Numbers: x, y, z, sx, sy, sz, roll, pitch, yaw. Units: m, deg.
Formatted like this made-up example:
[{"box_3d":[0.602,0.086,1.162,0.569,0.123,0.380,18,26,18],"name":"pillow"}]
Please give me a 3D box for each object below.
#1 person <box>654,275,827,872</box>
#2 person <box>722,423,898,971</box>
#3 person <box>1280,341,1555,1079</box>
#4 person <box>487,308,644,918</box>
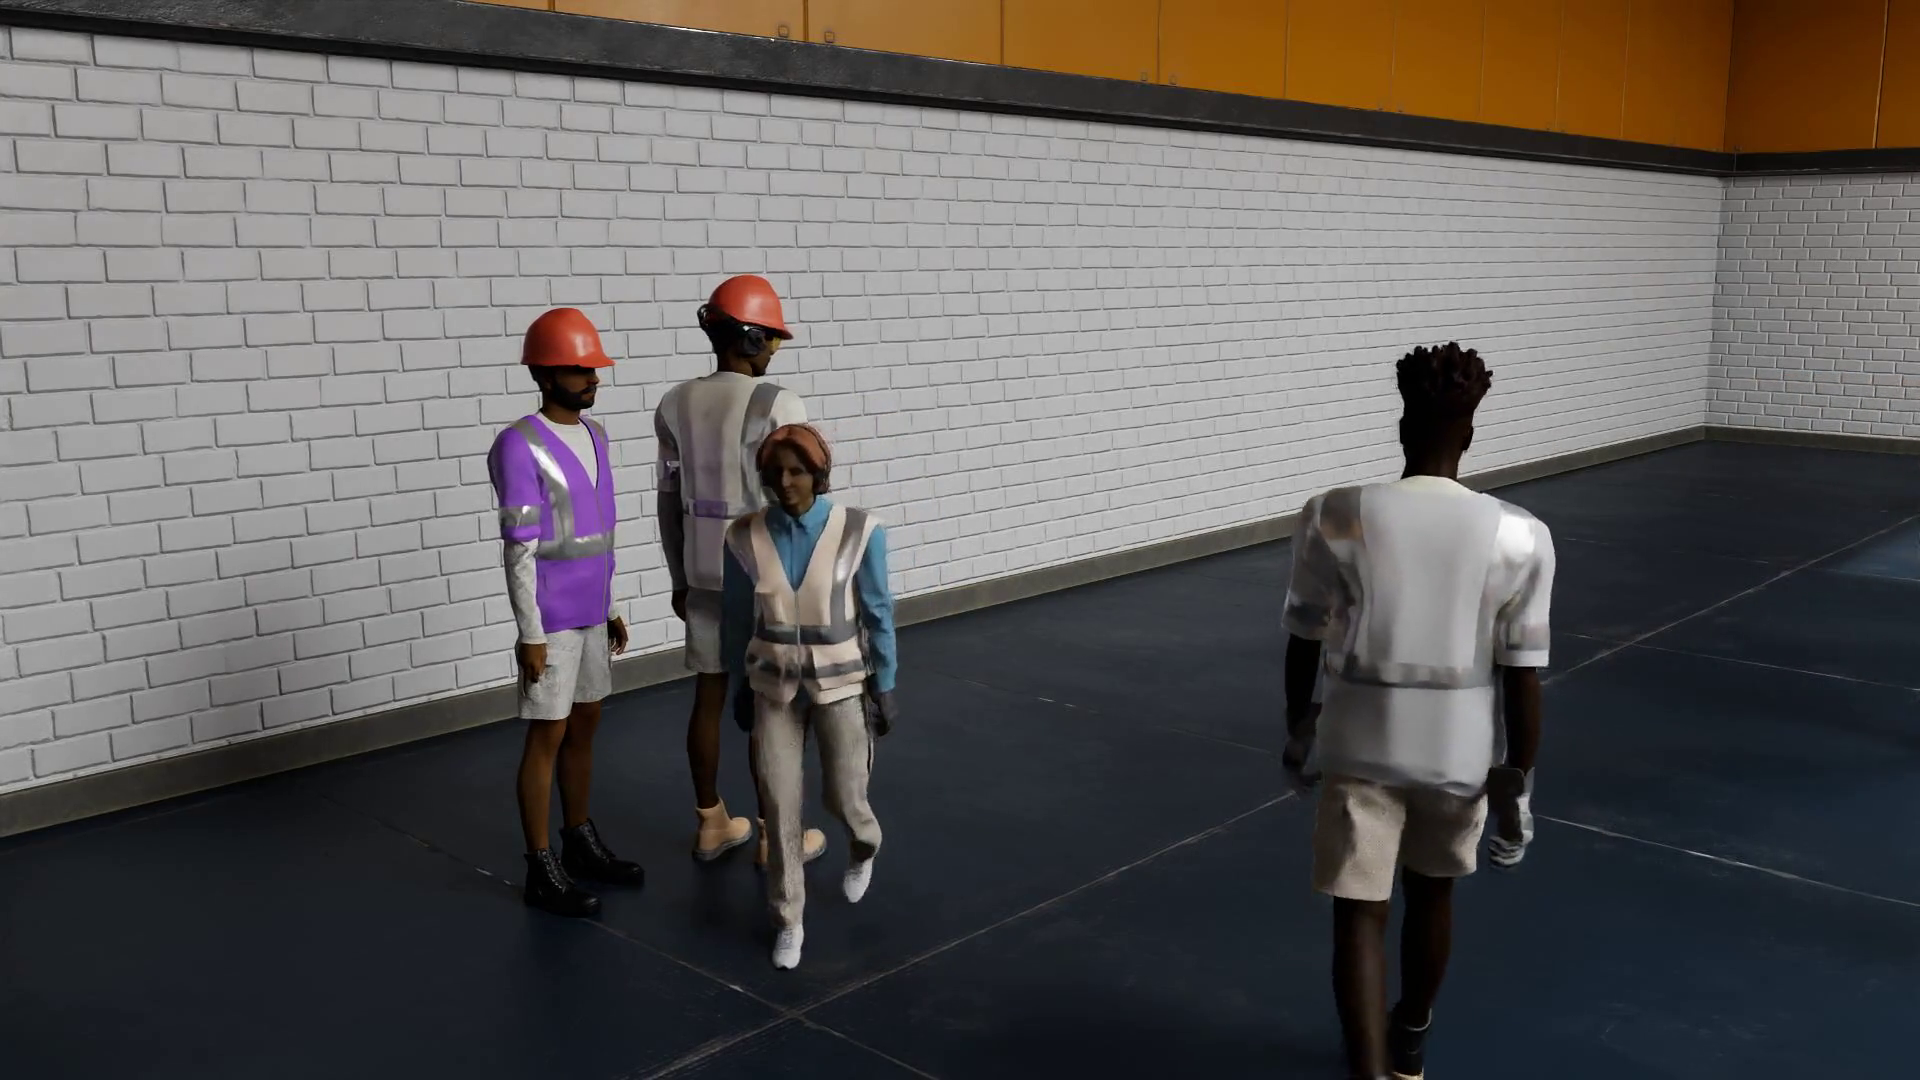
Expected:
[{"box_3d":[-0.747,0.117,5.734,0.609,2.034,0.404,6,11,30],"name":"person"},{"box_3d":[-0.437,0.439,5.037,0.537,1.624,0.514,1,10,8],"name":"person"},{"box_3d":[1.056,0.504,3.876,0.600,1.926,0.971,1,10,7],"name":"person"},{"box_3d":[-1.254,0.227,5.381,0.360,1.939,0.543,3,10,18],"name":"person"}]
